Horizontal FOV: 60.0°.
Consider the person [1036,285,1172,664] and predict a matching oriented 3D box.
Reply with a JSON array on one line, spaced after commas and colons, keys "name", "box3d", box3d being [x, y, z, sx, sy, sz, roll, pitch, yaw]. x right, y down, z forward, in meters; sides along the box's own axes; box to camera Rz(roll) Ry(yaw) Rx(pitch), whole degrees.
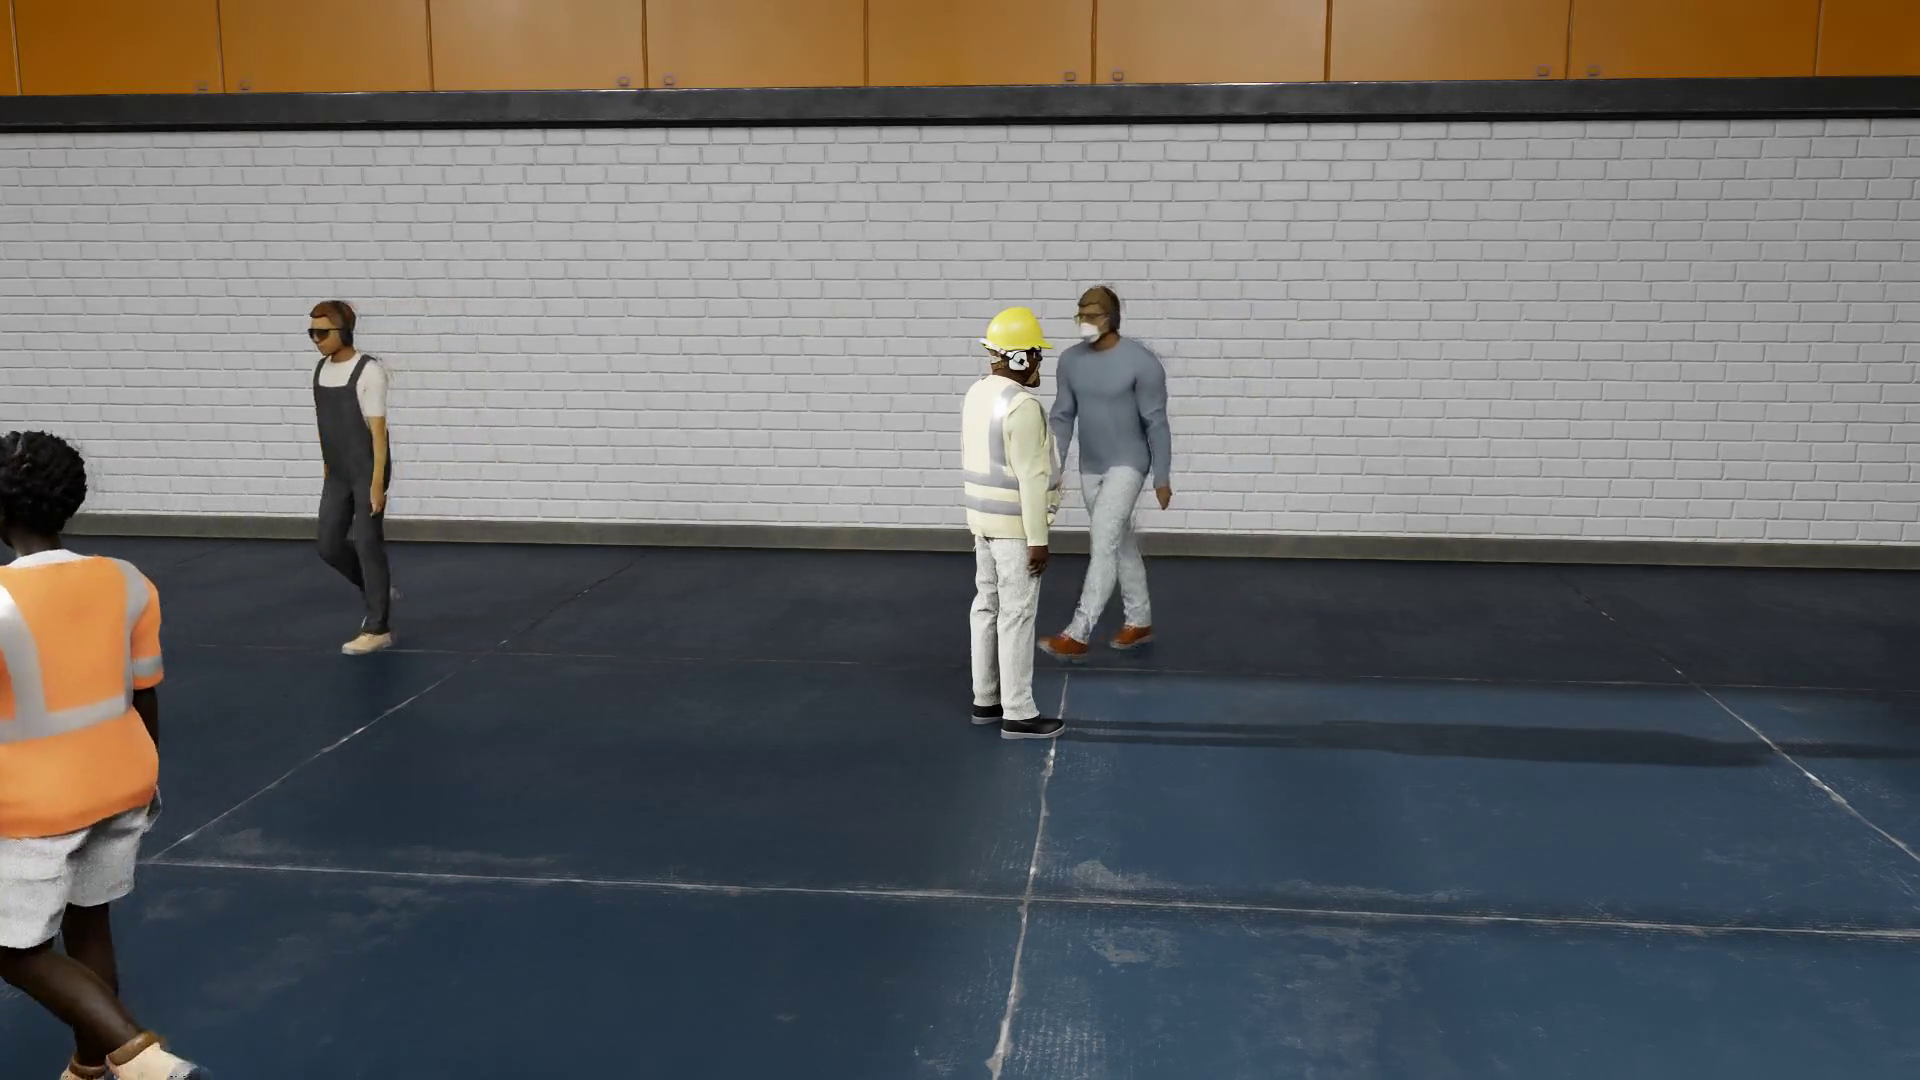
[{"name": "person", "box3d": [0.682, -0.323, 8.386, 1.014, 1.885, 0.628, -9, 13, -41]}]

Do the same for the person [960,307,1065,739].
[{"name": "person", "box3d": [0.228, -0.070, 7.110, 0.404, 1.832, 0.598, -5, 11, -26]}]

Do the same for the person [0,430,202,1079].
[{"name": "person", "box3d": [-1.963, 0.590, 3.753, 0.613, 1.676, 0.543, 4, 11, 23]}]

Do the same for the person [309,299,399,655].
[{"name": "person", "box3d": [-3.111, -0.326, 8.591, 0.535, 1.827, 0.449, 4, 11, 23]}]
